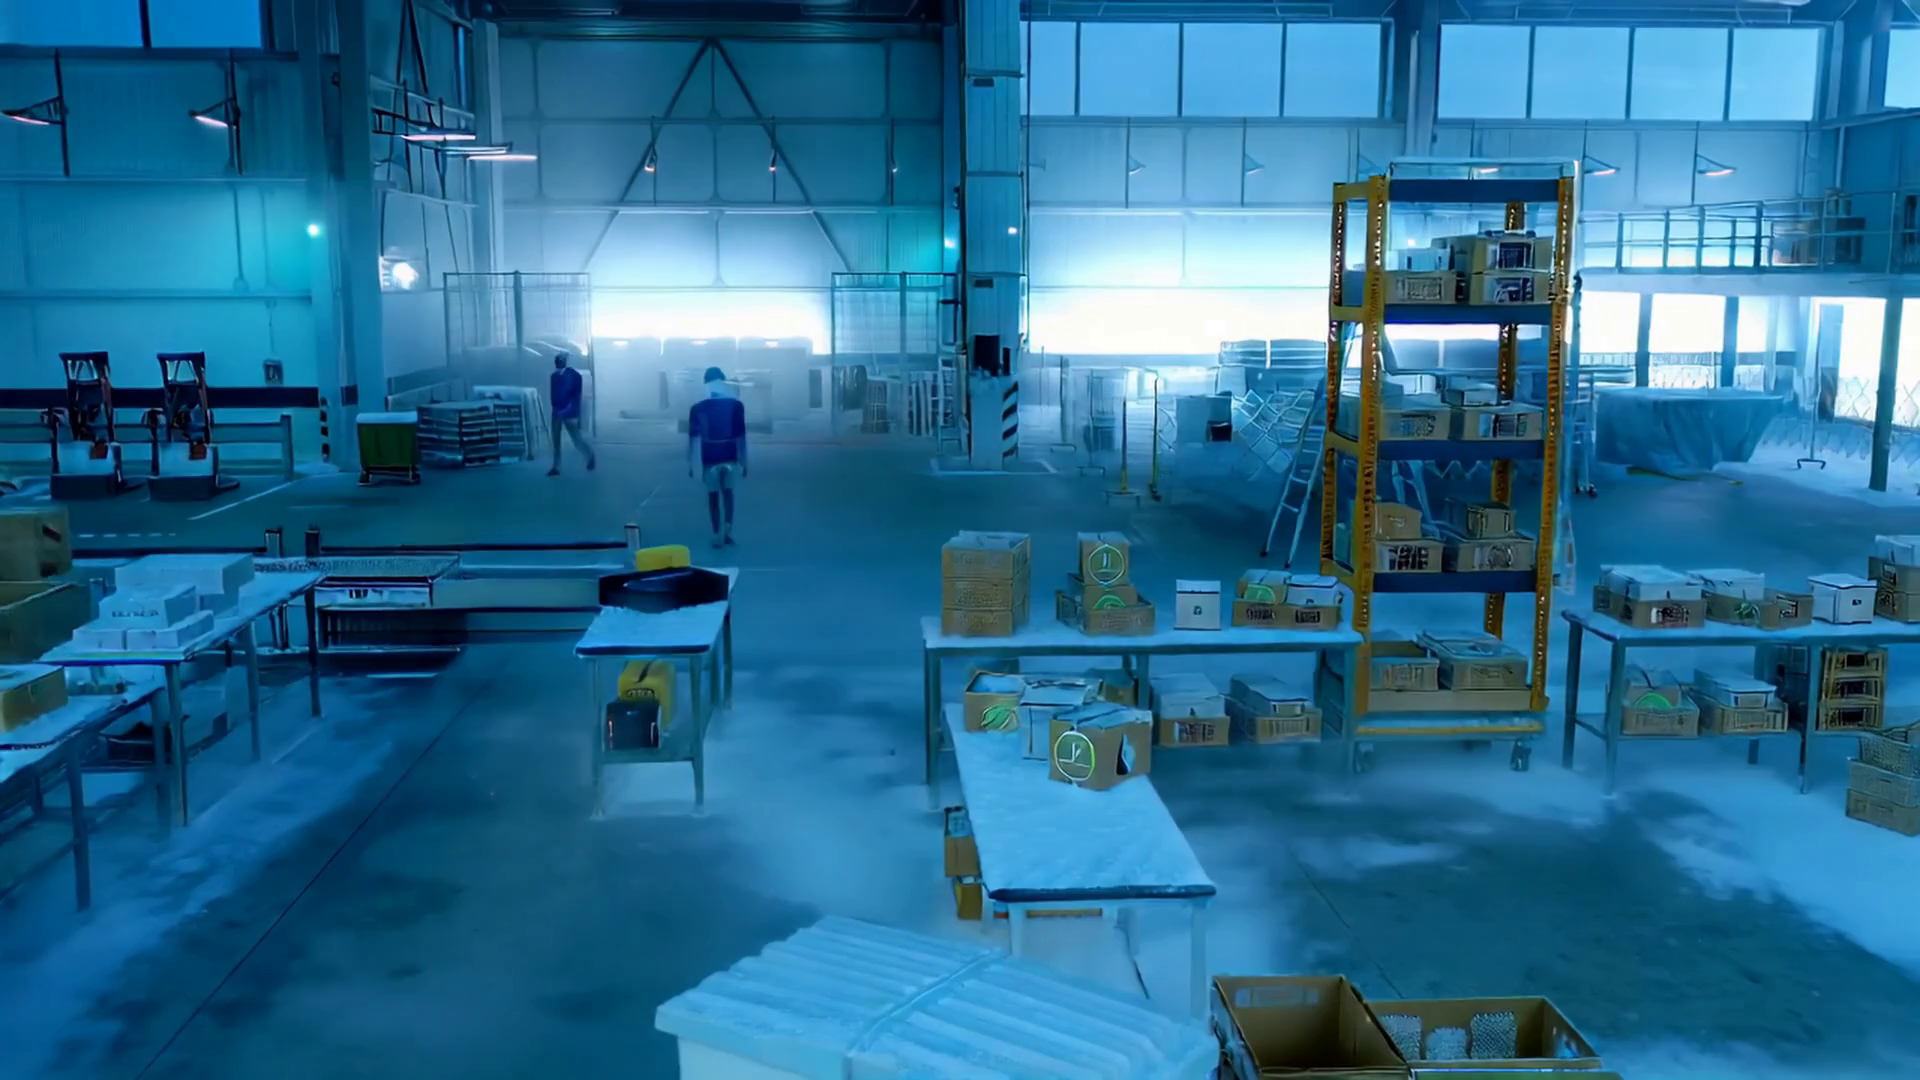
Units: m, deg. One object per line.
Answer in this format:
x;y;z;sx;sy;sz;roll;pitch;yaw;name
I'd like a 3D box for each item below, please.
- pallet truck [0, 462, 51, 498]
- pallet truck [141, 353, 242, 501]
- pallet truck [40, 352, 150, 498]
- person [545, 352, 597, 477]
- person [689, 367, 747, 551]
-13.193;-1.293;23.148;0.653;1.274;1.630;-1;9;-4;pallet truck
-10.520;-1.604;22.925;0.823;1.965;1.885;-1;9;-6;pallet truck
-11.907;-1.642;23.165;0.823;1.965;1.885;0;9;0;pallet truck
-5.920;-1.913;25.233;0.639;1.882;0.838;5;10;29;person
-2.697;-0.897;18.430;0.621;2.020;0.626;-4;10;-21;person
